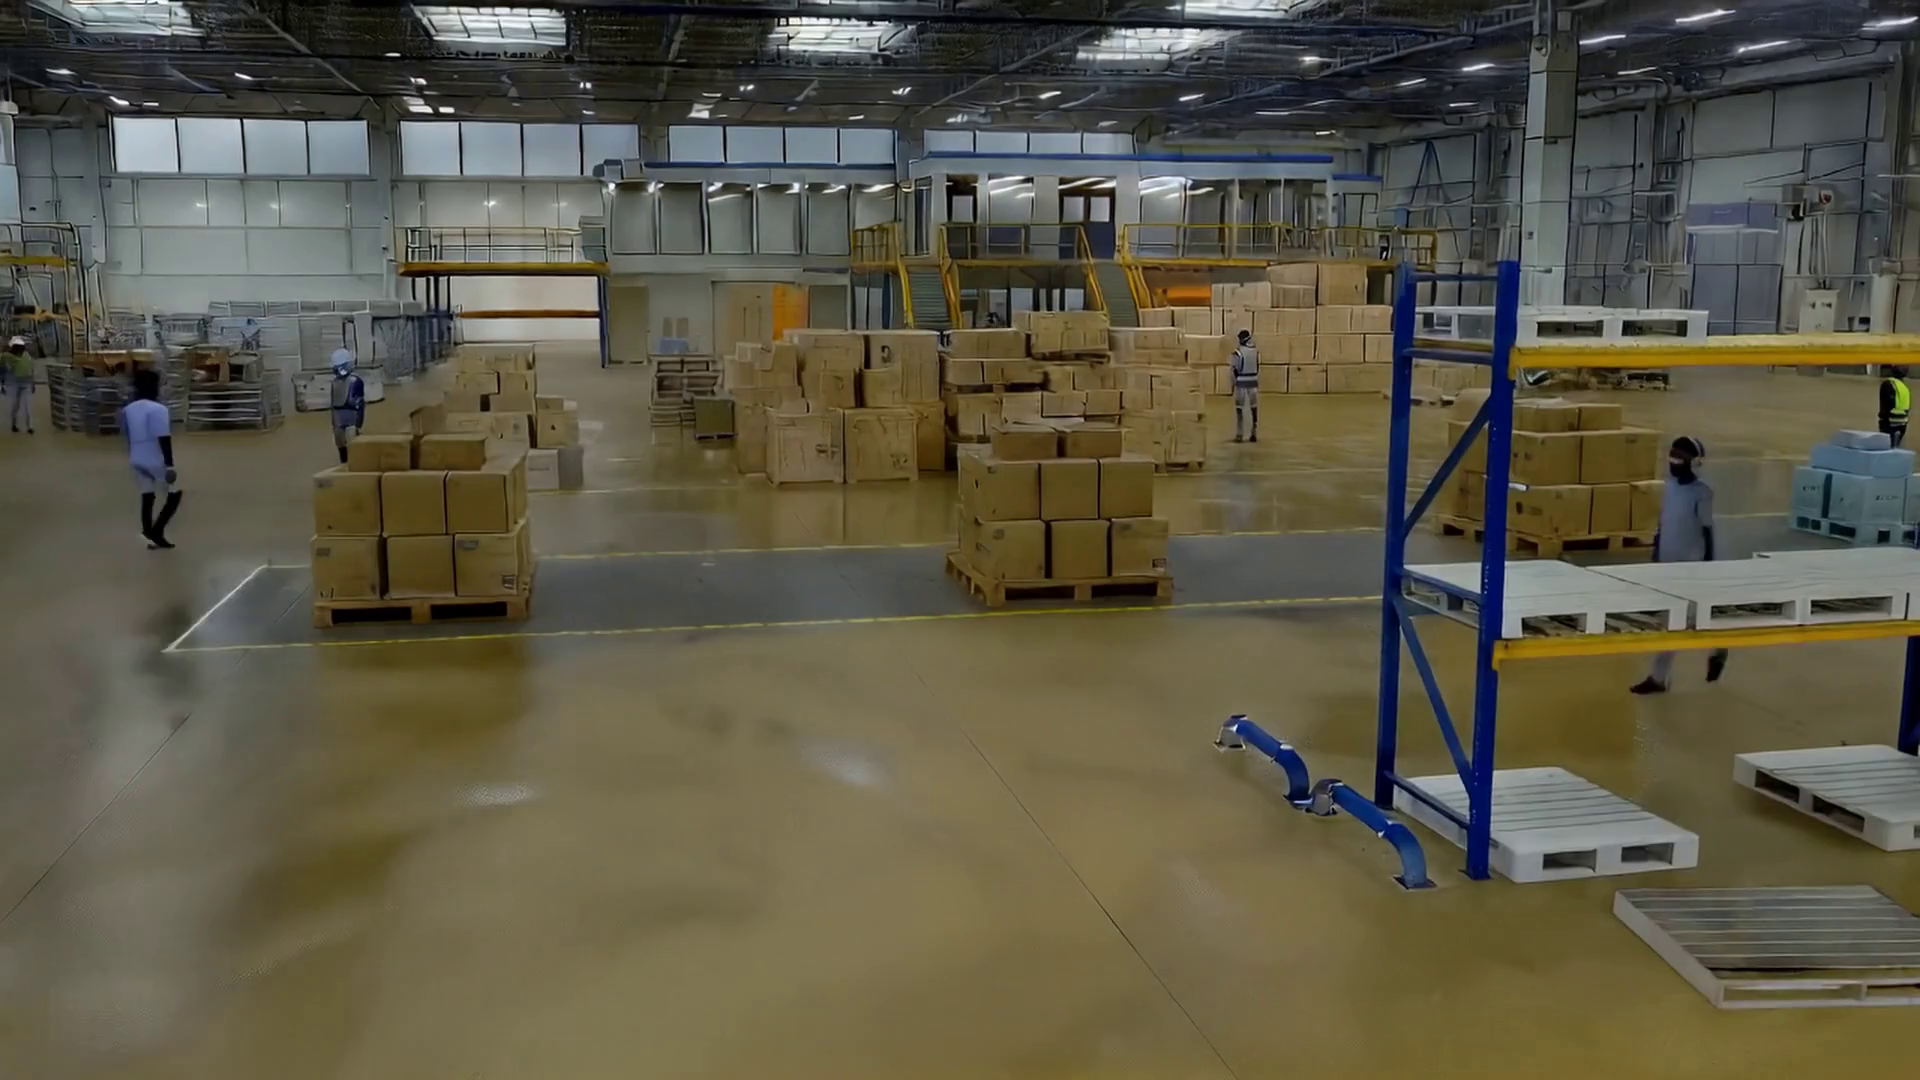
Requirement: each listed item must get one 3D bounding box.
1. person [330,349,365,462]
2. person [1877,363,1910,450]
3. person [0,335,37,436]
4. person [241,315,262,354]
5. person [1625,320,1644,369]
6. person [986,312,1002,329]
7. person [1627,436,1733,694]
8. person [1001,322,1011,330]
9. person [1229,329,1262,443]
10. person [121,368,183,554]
[{"bbox_3d":[-8.048,-1.531,21.820,0.545,1.939,0.354,5,10,27],"label":"person"},{"bbox_3d":[11.981,-1.425,21.342,0.574,1.883,0.355,-8,12,-39],"label":"person"},{"bbox_3d":[-16.941,-2.787,29.923,0.586,1.804,0.841,-6,11,-34],"label":"person"},{"bbox_3d":[-19.384,-5.297,45.506,0.496,1.700,0.884,-3,10,-15],"label":"person"},{"bbox_3d":[19.038,-5.560,46.730,0.510,1.827,0.698,-8,12,-41],"label":"person"},{"bbox_3d":[0.884,-4.721,41.399,0.975,1.884,0.571,-6,11,-34],"label":"person"},{"bbox_3d":[5.138,0.170,11.755,0.808,1.845,0.522,-1,9,-9],"label":"person"},{"bbox_3d":[0.952,-3.592,34.613,1.026,1.860,0.627,6,11,31],"label":"person"},{"bbox_3d":[4.889,-2.642,28.560,0.607,1.947,0.406,-4,10,-21],"label":"person"},{"bbox_3d":[-8.463,-0.824,17.447,0.632,1.954,0.419,4,10,21],"label":"person"}]
